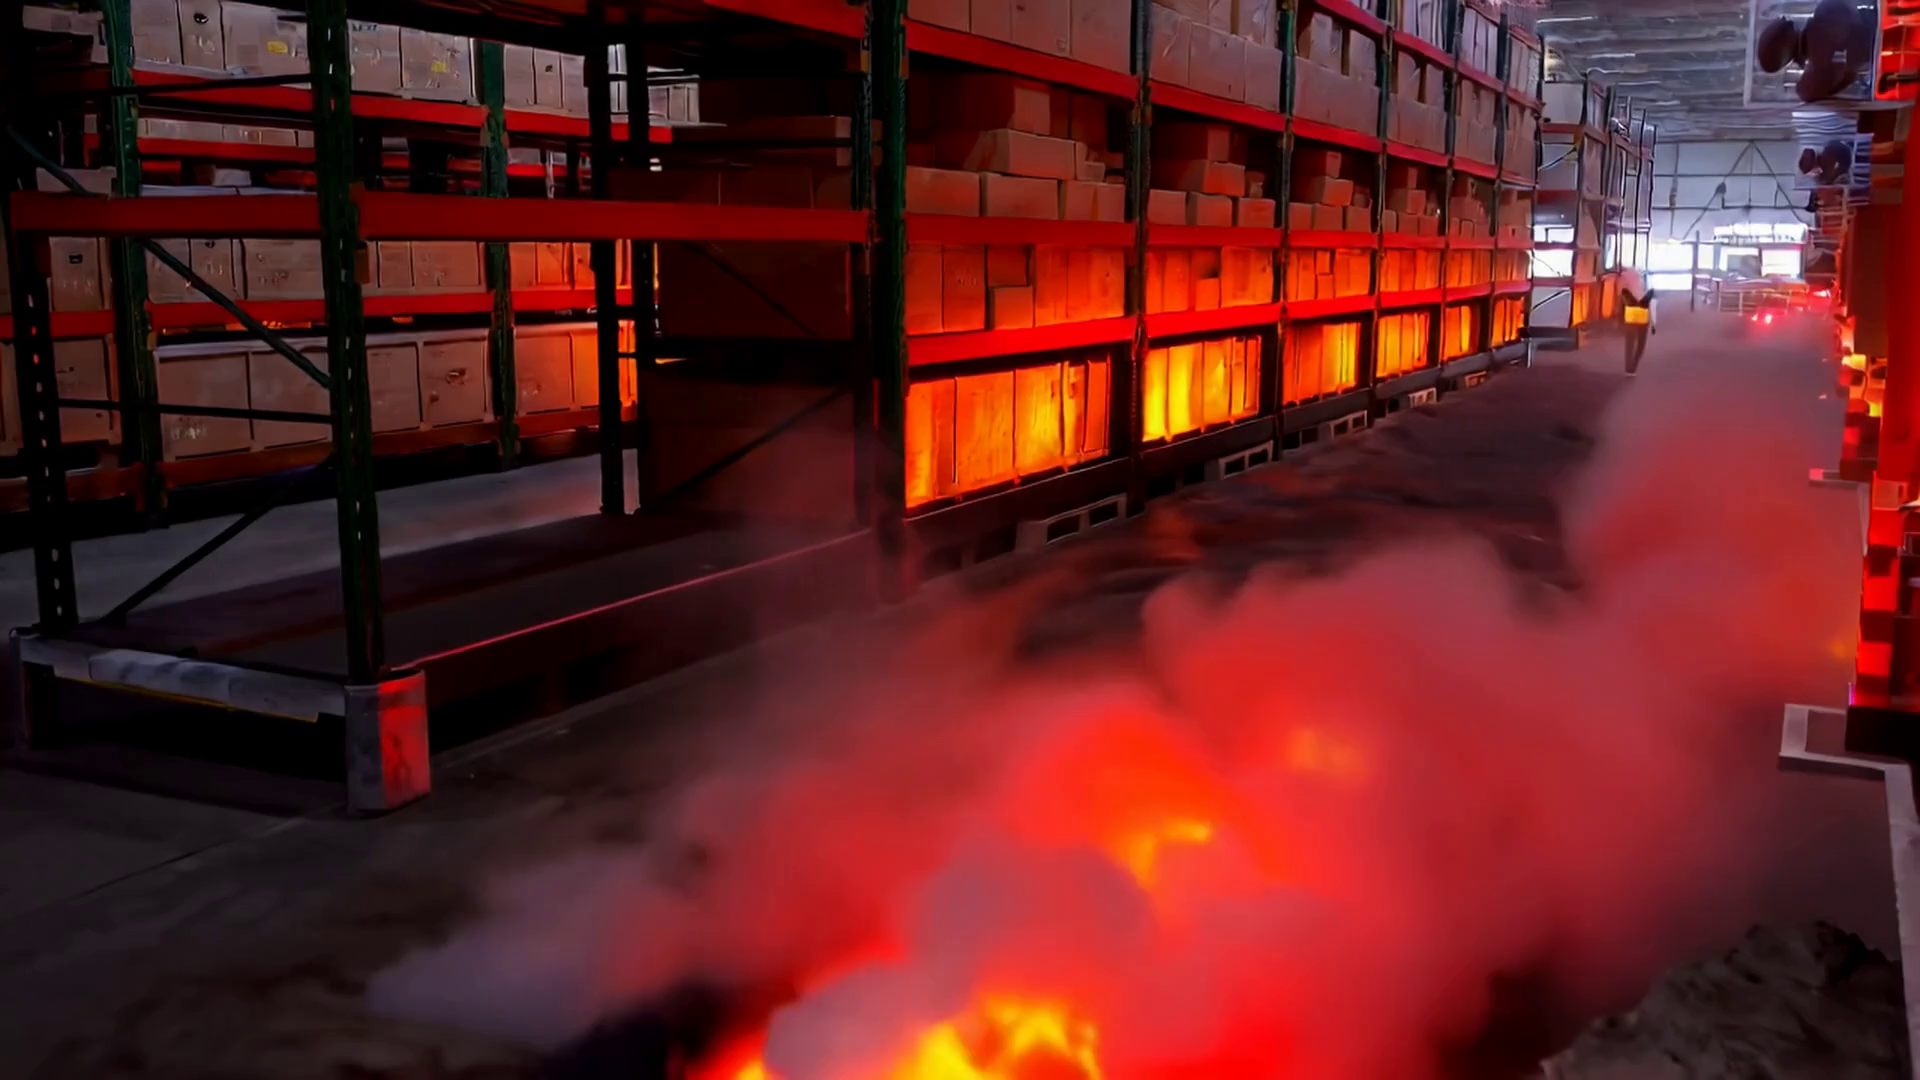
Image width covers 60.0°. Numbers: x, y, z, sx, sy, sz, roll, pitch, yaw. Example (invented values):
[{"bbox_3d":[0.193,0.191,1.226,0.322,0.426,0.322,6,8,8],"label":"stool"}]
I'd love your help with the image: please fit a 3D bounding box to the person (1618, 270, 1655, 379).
[{"bbox_3d":[11.795,-3.770,29.043,0.600,1.892,0.779,3,10,14],"label":"person"}]
